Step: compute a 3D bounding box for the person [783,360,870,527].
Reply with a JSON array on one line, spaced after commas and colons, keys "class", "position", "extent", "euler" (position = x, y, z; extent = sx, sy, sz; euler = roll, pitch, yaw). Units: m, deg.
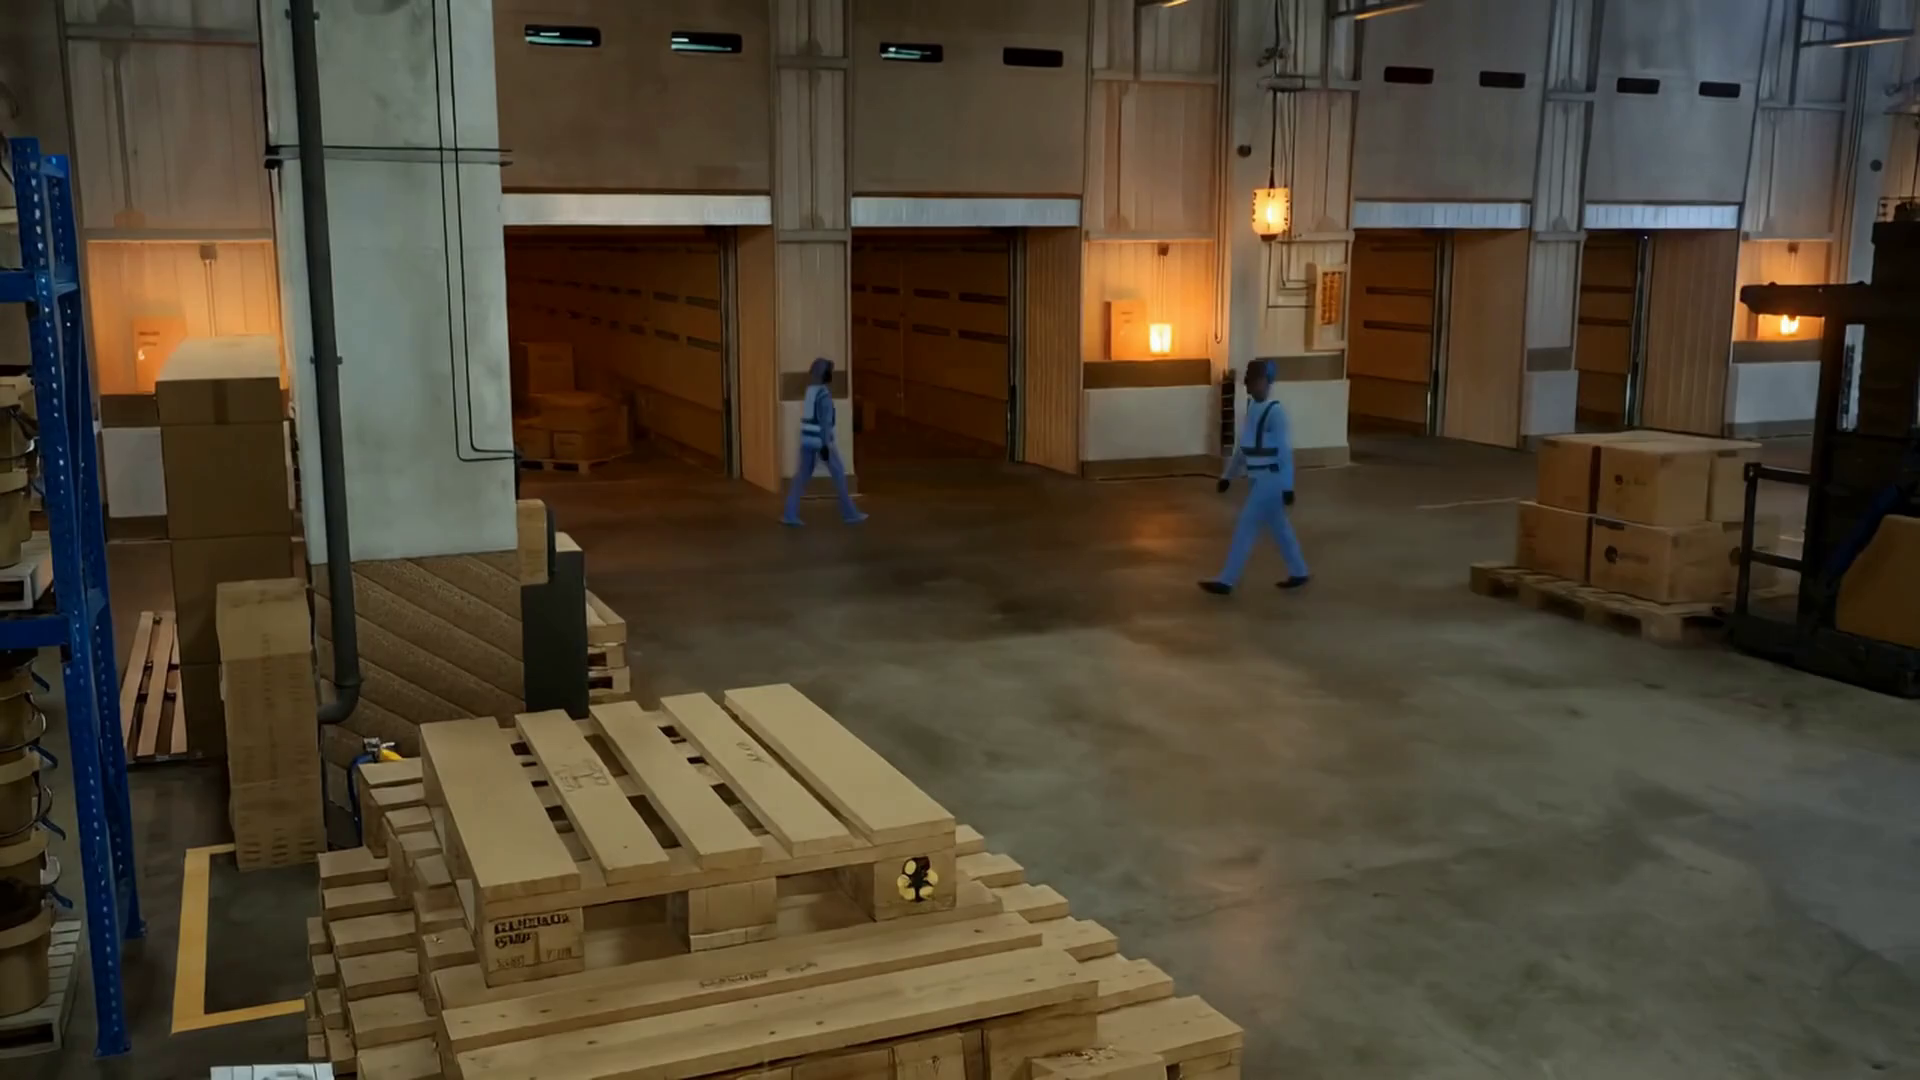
[{"class": "person", "position": [-1.313, -0.910, 15.761], "extent": [0.866, 1.588, 0.519], "euler": [-6, 12, -29]}]

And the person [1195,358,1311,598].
[{"class": "person", "position": [2.305, -0.471, 12.700], "extent": [0.983, 1.837, 0.583], "euler": [-1, 10, -8]}]

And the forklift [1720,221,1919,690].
[{"class": "forklift", "position": [5.949, -0.550, 10.218], "extent": [1.129, 2.768, 1.873], "euler": [-4, 11, -23]}]
